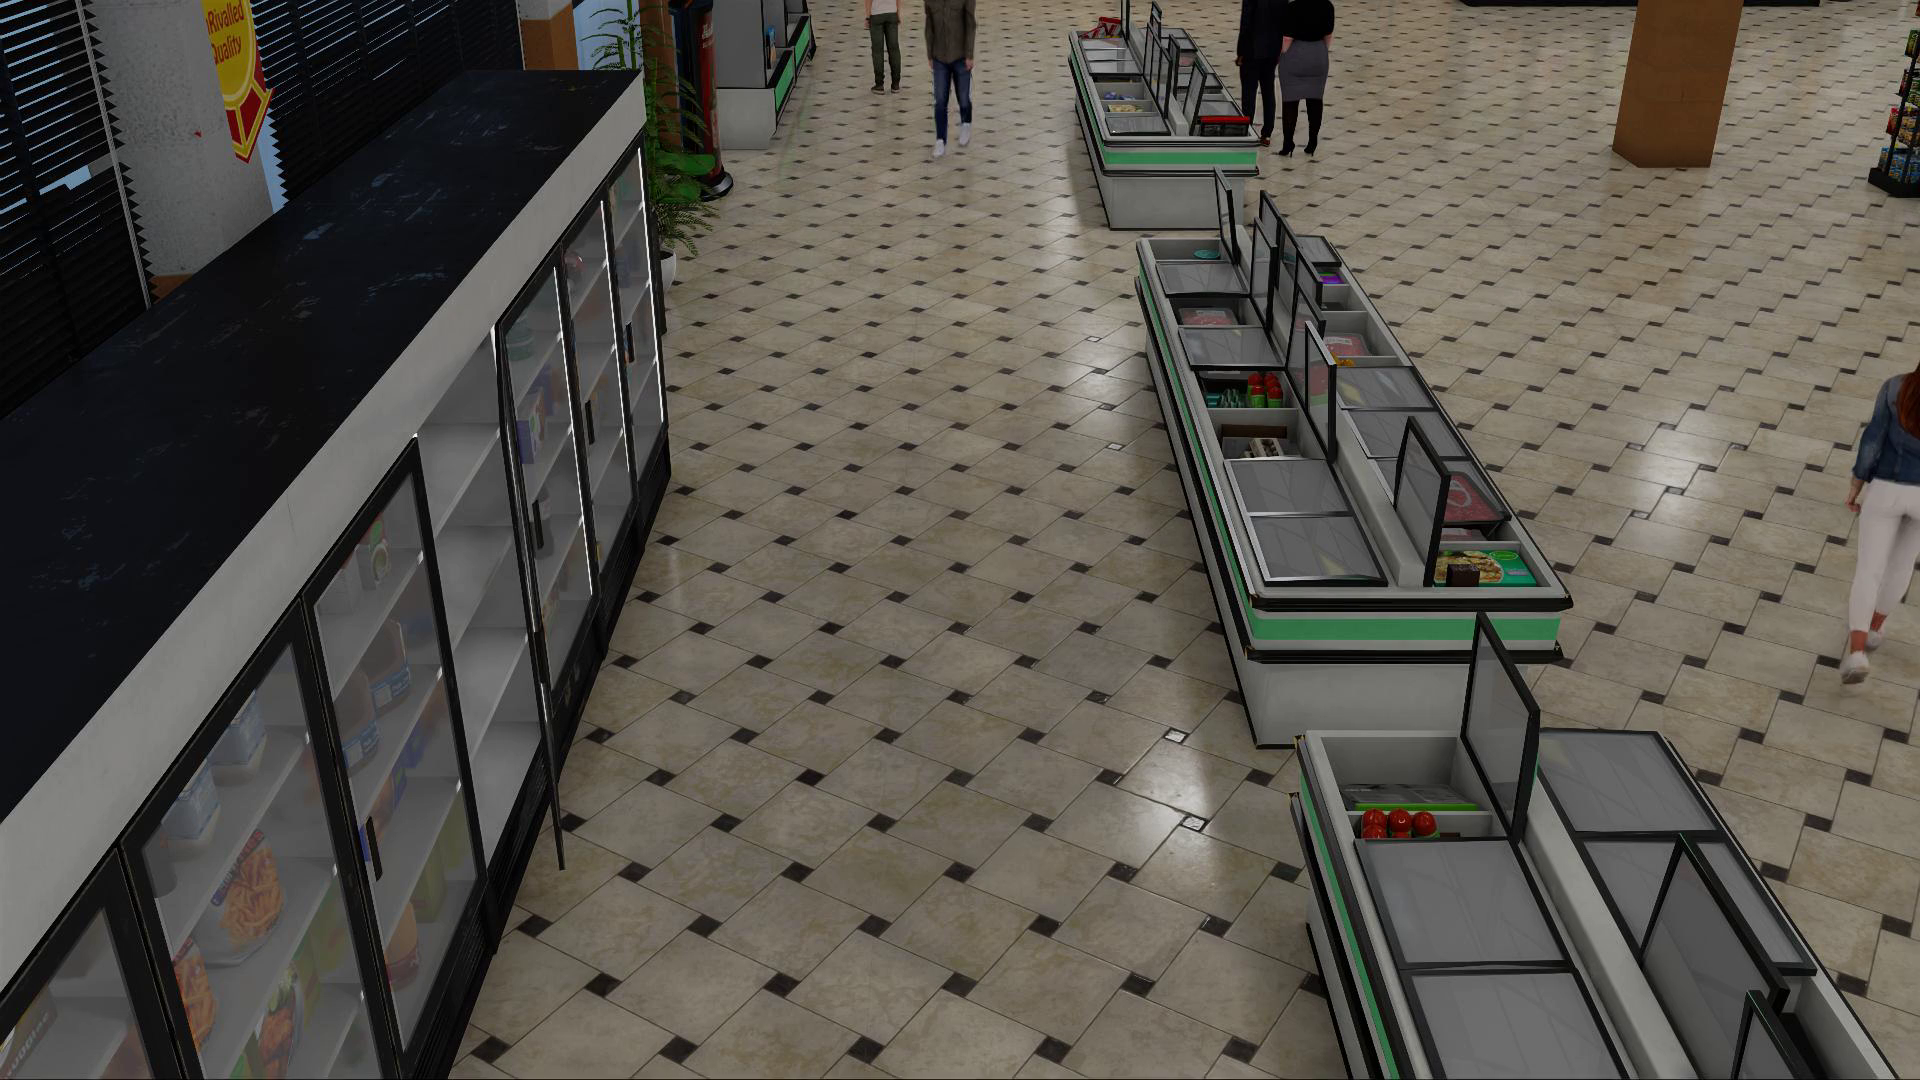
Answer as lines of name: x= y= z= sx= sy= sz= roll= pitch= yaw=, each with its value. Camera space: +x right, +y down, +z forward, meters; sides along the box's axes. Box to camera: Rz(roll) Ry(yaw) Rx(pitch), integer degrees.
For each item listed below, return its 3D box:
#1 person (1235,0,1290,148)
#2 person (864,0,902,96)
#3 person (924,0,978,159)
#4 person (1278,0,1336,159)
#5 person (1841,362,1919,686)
person: x=2.933 y=-4.767 z=16.279 sx=0.782 sy=1.824 sz=0.754 roll=-12 pitch=29 yaw=-22
person: x=-0.859 y=-5.856 z=18.615 sx=0.649 sy=1.654 sz=0.640 roll=-9 pitch=28 yaw=-17
person: x=-0.044 y=-4.669 z=16.066 sx=0.858 sy=1.843 sz=1.251 roll=6 pitch=27 yaw=11
person: x=3.319 y=-4.578 z=15.977 sx=0.714 sy=1.760 sz=0.680 roll=-5 pitch=27 yaw=-10
person: x=4.157 y=-0.137 z=7.315 sx=0.928 sy=1.674 sz=1.169 roll=12 pitch=29 yaw=22
